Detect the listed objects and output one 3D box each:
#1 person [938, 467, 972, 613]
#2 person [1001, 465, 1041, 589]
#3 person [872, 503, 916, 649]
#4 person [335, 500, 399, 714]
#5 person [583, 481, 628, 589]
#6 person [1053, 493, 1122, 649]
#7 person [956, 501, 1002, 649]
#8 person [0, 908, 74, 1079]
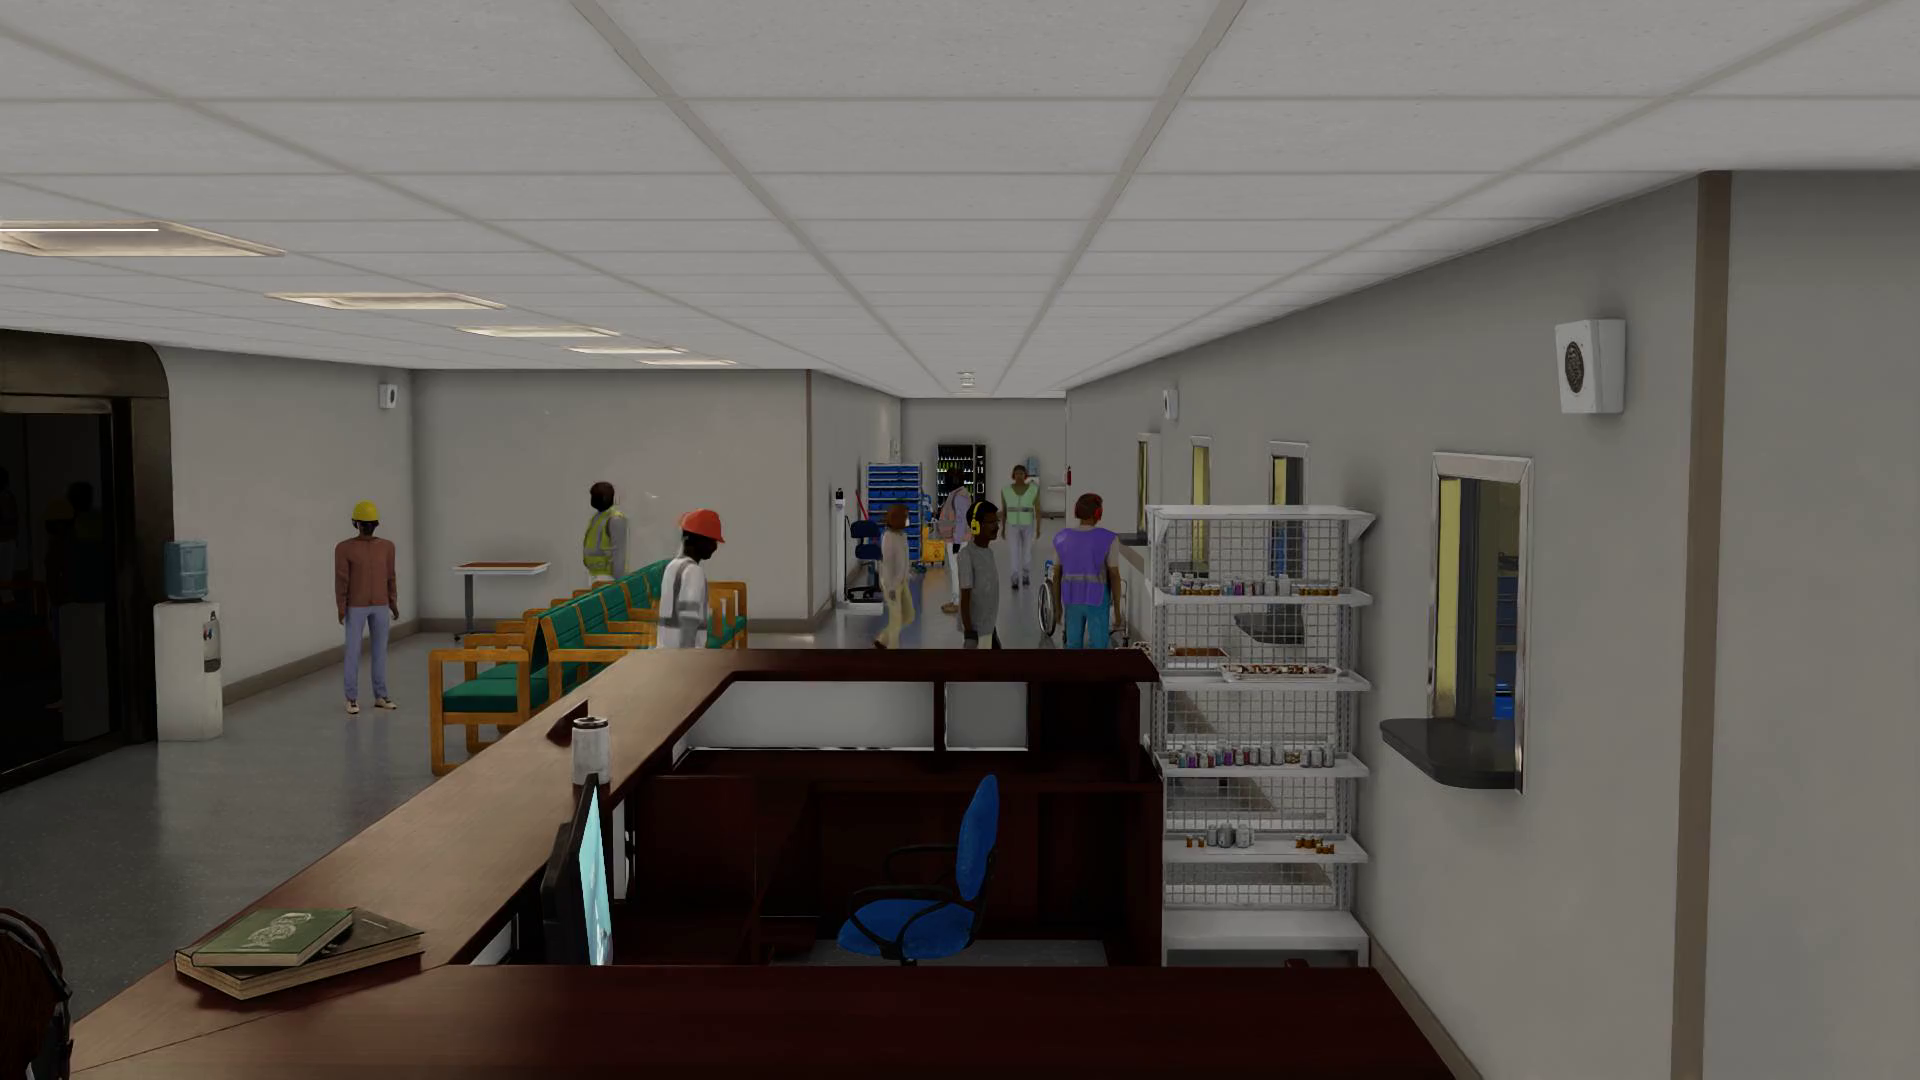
[{"bbox_3d":[-0.062,0.002,21.040,0.429,1.843,0.631,0,4,-5],"label":"person"},{"bbox_3d":[0.888,-0.203,24.271,0.581,1.795,1.008,0,4,3],"label":"person"},{"bbox_3d":[-0.642,0.448,16.287,0.418,1.625,0.515,2,4,24],"label":"person"},{"bbox_3d":[-4.926,0.552,13.841,0.533,1.768,0.310,-4,6,-44],"label":"person"},{"bbox_3d":[-3.523,0.319,16.691,0.541,1.828,0.640,-2,5,-29],"label":"person"},{"bbox_3d":[1.025,0.541,13.469,0.570,1.840,0.372,2,4,23],"label":"person"},{"bbox_3d":[0.152,0.661,11.586,0.327,1.874,0.521,2,4,21],"label":"person"},{"bbox_3d":[-1.192,1.362,2.028,0.628,1.837,0.430,-2,5,-27],"label":"person"}]
